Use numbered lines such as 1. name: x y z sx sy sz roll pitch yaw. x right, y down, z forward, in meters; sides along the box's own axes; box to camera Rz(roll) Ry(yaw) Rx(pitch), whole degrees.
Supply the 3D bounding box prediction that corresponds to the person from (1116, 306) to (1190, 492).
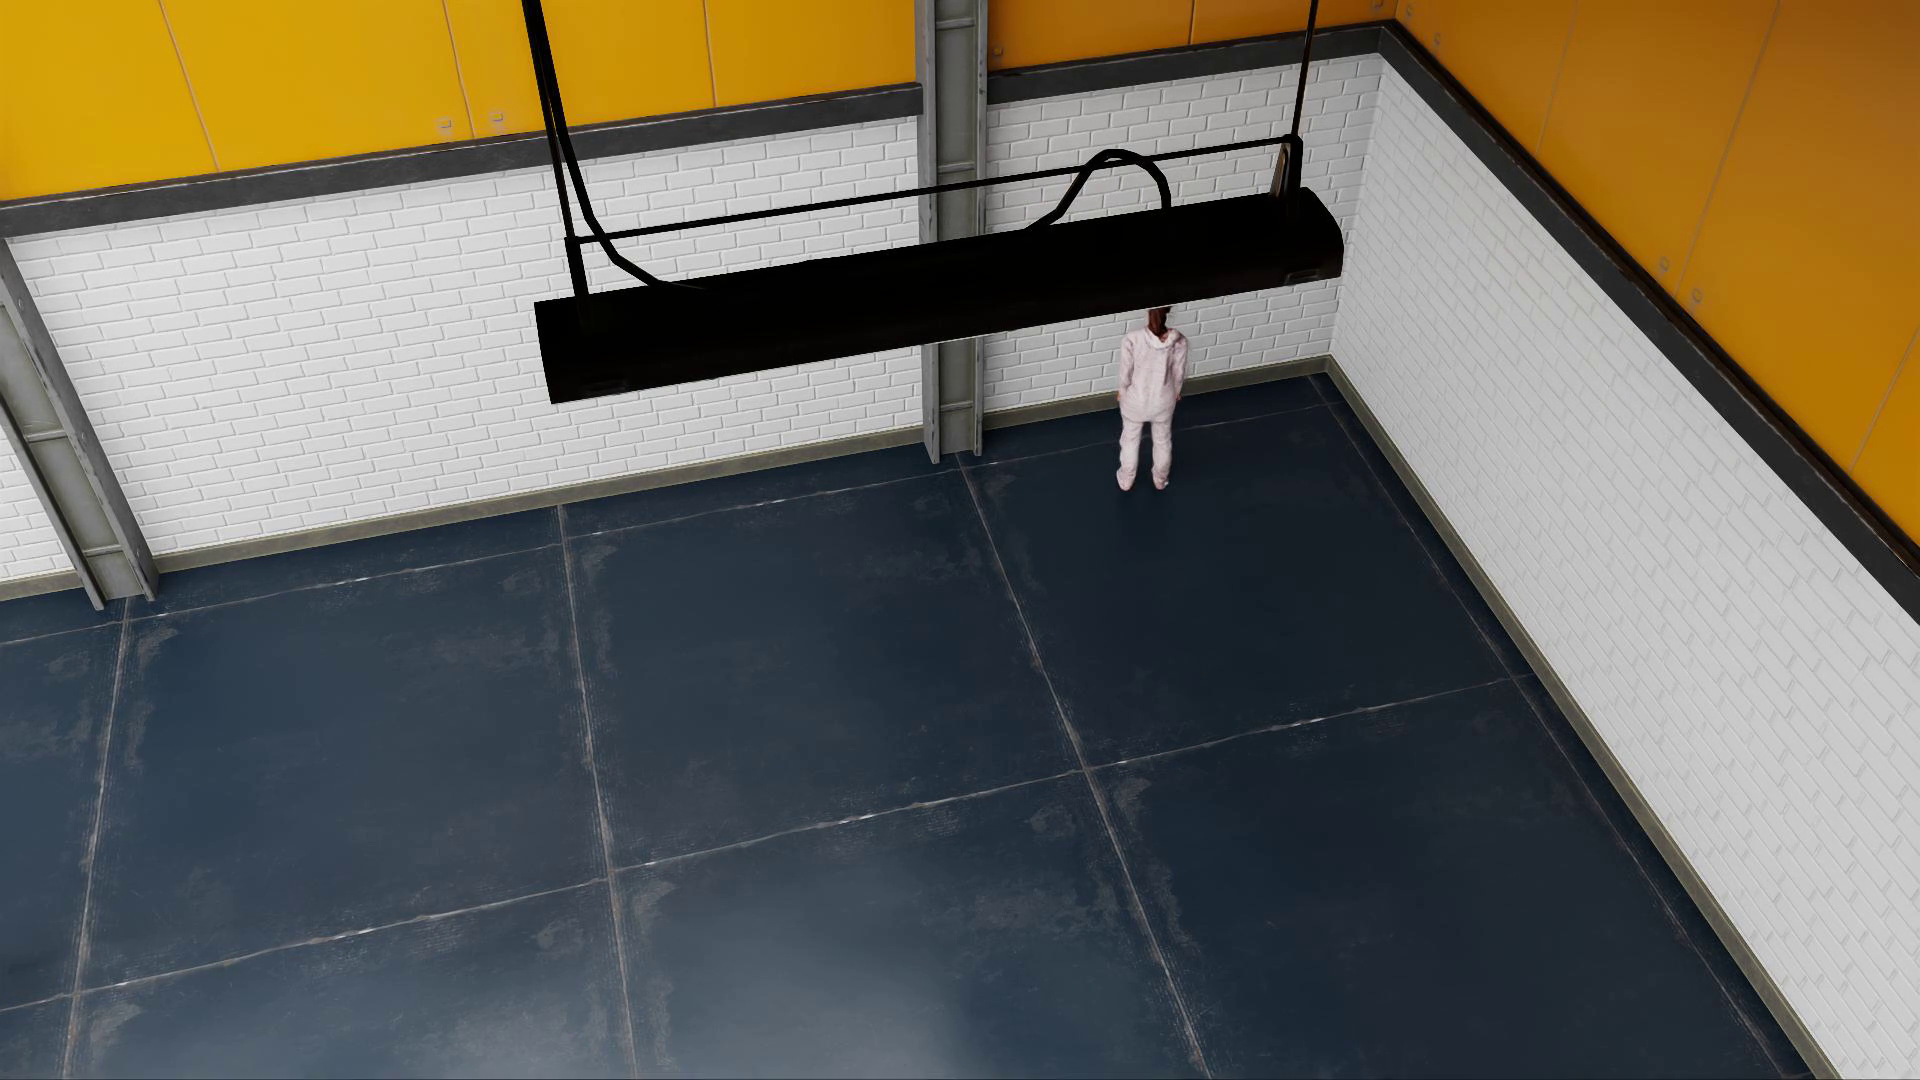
1. person: 1.362 -1.048 11.936 0.588 1.690 0.751 0 44 0
